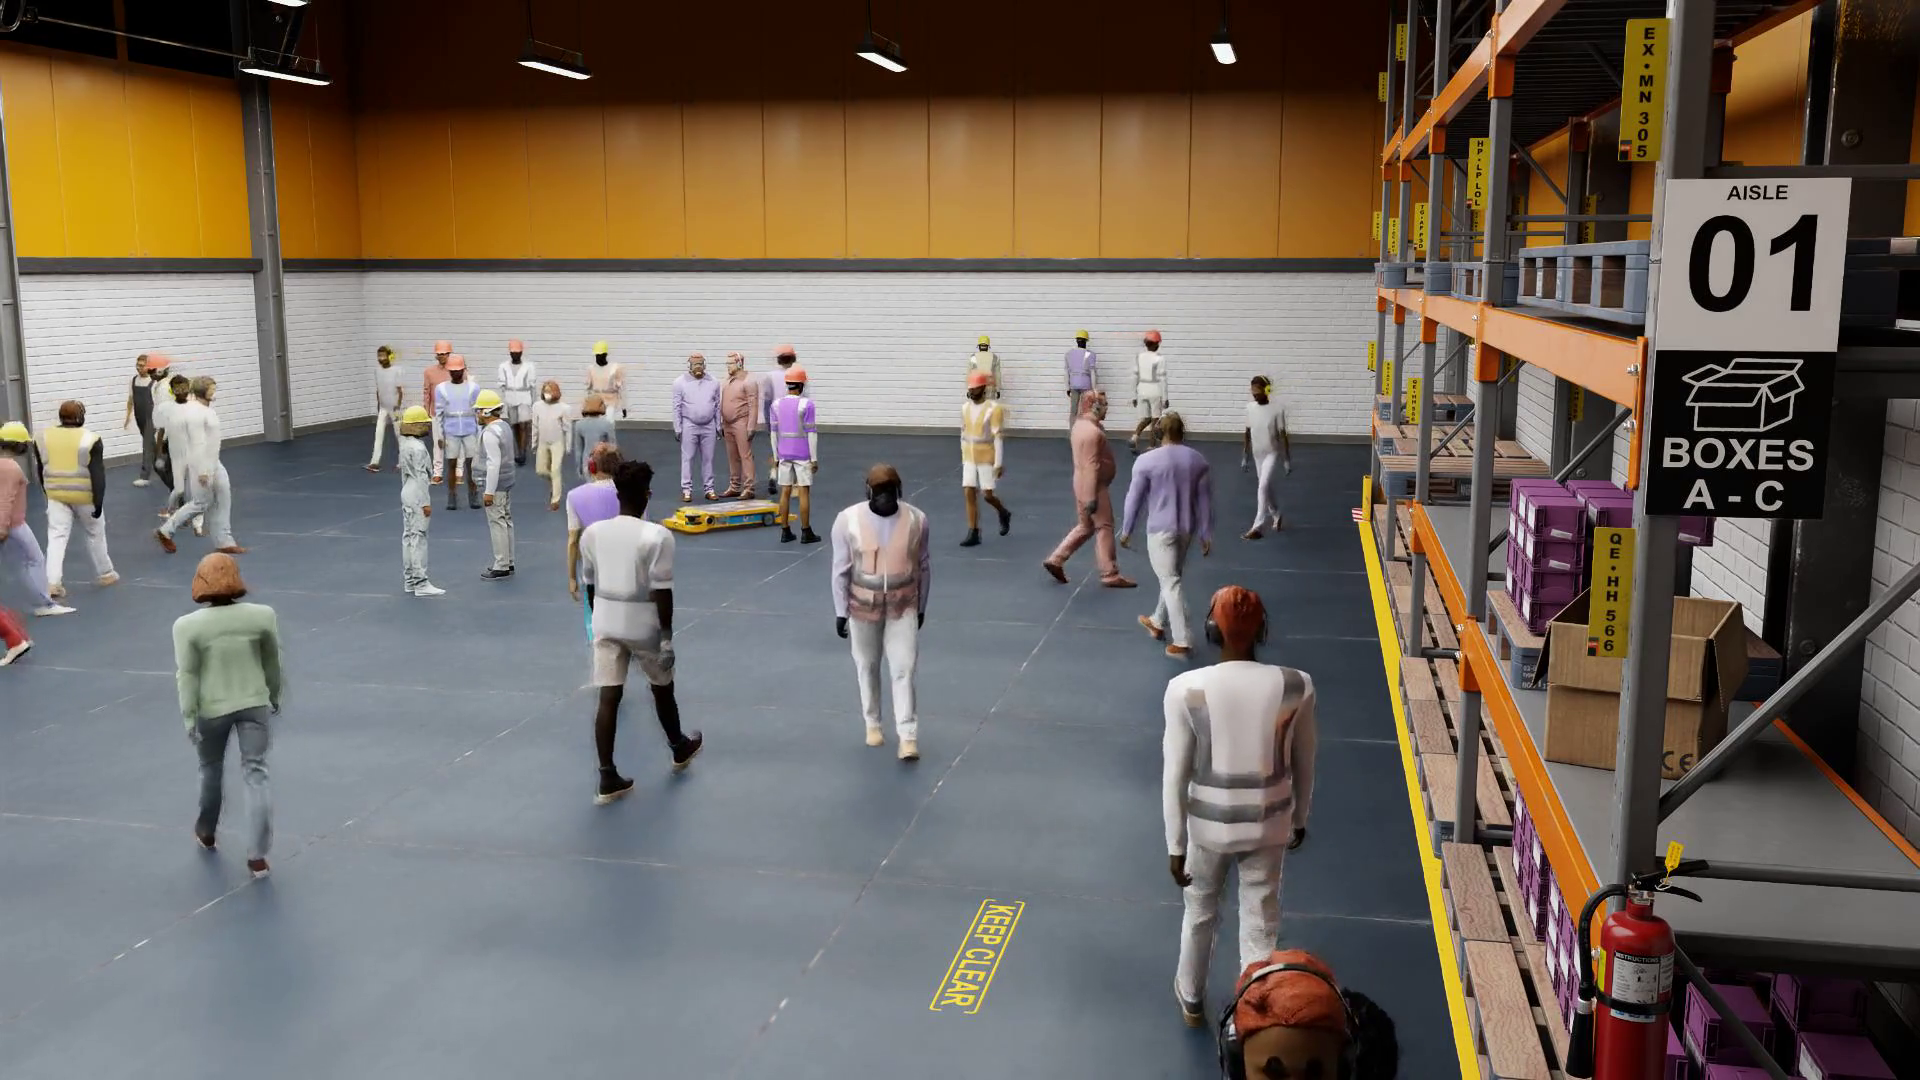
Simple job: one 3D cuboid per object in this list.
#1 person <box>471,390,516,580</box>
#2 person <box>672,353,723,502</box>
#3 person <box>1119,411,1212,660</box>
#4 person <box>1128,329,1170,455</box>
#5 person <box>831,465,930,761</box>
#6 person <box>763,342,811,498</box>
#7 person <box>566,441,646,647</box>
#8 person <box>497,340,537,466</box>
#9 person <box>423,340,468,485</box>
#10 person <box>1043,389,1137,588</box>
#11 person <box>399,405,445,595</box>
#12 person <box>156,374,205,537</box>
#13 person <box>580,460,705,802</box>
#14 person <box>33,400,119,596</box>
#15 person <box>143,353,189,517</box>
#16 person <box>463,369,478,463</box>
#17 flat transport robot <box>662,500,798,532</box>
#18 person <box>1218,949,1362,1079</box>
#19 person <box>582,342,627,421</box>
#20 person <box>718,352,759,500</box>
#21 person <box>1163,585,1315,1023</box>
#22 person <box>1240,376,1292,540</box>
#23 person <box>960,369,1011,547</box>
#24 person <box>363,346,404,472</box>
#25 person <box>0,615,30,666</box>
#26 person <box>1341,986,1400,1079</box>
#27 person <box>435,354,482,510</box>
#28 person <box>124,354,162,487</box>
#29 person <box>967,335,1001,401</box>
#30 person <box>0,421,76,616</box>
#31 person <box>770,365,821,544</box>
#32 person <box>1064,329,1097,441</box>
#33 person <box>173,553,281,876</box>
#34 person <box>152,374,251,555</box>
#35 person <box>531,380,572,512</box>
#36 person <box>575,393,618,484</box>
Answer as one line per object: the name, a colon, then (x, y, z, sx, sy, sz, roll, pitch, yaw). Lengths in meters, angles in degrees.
person: (-4.494, -0.529, 16.030, 0.404, 1.829, 0.600, 0, 9, -2)
person: (-3.344, -1.437, 21.277, 0.654, 1.905, 0.408, -4, 10, -25)
person: (1.609, -0.059, 13.038, 0.644, 1.881, 1.004, -4, 10, -25)
person: (2.936, -2.255, 25.836, 0.545, 2.026, 0.614, -9, 13, -43)
person: (-0.471, 0.449, 10.213, 0.622, 1.800, 0.916, -1, 9, -7)
person: (-2.239, -1.529, 21.485, 0.634, 2.026, 0.576, 3, 10, 18)
person: (-2.415, 0.229, 11.504, 0.568, 1.822, 0.736, -5, 11, -27)
person: (-6.710, -2.074, 25.163, 0.553, 1.881, 0.992, 0, 9, 1)
person: (-7.070, -1.749, 22.884, 0.609, 1.996, 0.379, -1, 9, -6)
person: (1.224, -0.480, 15.592, 0.828, 1.883, 0.662, -1, 9, -5)
person: (-4.977, -0.366, 15.309, 0.306, 1.745, 0.483, -6, 11, -34)
person: (-8.747, -0.966, 18.703, 0.586, 1.830, 0.817, -7, 12, -37)
person: (-1.851, 0.486, 9.639, 0.634, 1.915, 0.974, 3, 10, 19)
person: (-8.200, -0.395, 15.366, 0.637, 1.797, 0.974, -1, 9, -6)
person: (-9.538, -1.256, 19.962, 0.460, 1.972, 0.659, -3, 10, -19)
person: (-7.615, -1.993, 25.545, 0.510, 1.604, 0.816, -1, 9, -6)
flat transport robot: (-2.662, -0.290, 19.283, 1.431, 0.197, 0.652, -7, 12, -38)
person: (0.560, 1.640, 2.851, 0.590, 1.859, 0.769, 0, 9, 1)
person: (-5.361, -2.025, 24.909, 0.621, 1.870, 1.000, 3, 10, 15)
person: (-2.883, -1.468, 21.470, 0.406, 1.904, 0.654, -9, 13, -44)
person: (1.048, 1.075, 6.347, 0.582, 1.835, 0.944, 1, 9, 3)
person: (3.450, -0.933, 18.547, 0.583, 1.818, 0.952, 9, 13, 43)
person: (0.260, -0.896, 17.981, 0.558, 1.914, 0.651, 7, 12, 36)
person: (-8.369, -1.896, 24.250, 0.532, 1.826, 0.928, 3, 10, 16)
person: (-7.316, 0.160, 12.231, 0.526, 1.717, 0.913, 6, 11, 32)
person: (0.755, 1.699, 3.203, 0.579, 1.623, 0.941, 1, 9, 7)
person: (-6.178, -1.331, 20.551, 0.551, 1.933, 0.377, -4, 10, -21)
person: (-11.231, -1.678, 23.062, 0.517, 1.807, 0.954, 2, 10, 14)
person: (0.404, -2.593, 28.465, 0.600, 1.830, 0.403, -1, 9, -6)
person: (-8.145, -0.149, 14.105, 0.535, 1.719, 0.929, 8, 13, 42)
person: (-1.786, -0.928, 18.108, 0.543, 1.939, 0.370, 4, 10, 24)
person: (2.071, -2.631, 28.415, 0.586, 1.924, 0.370, 5, 11, 28)
person: (-3.705, 0.851, 8.440, 0.515, 1.593, 0.836, -6, 11, -33)
person: (-7.901, -0.757, 17.204, 0.849, 1.914, 0.630, -1, 10, -9)
person: (-5.027, -1.174, 20.530, 0.527, 1.618, 0.443, 2, 10, 10)
person: (-4.044, -0.812, 18.362, 0.502, 1.617, 0.620, 3, 10, 18)
